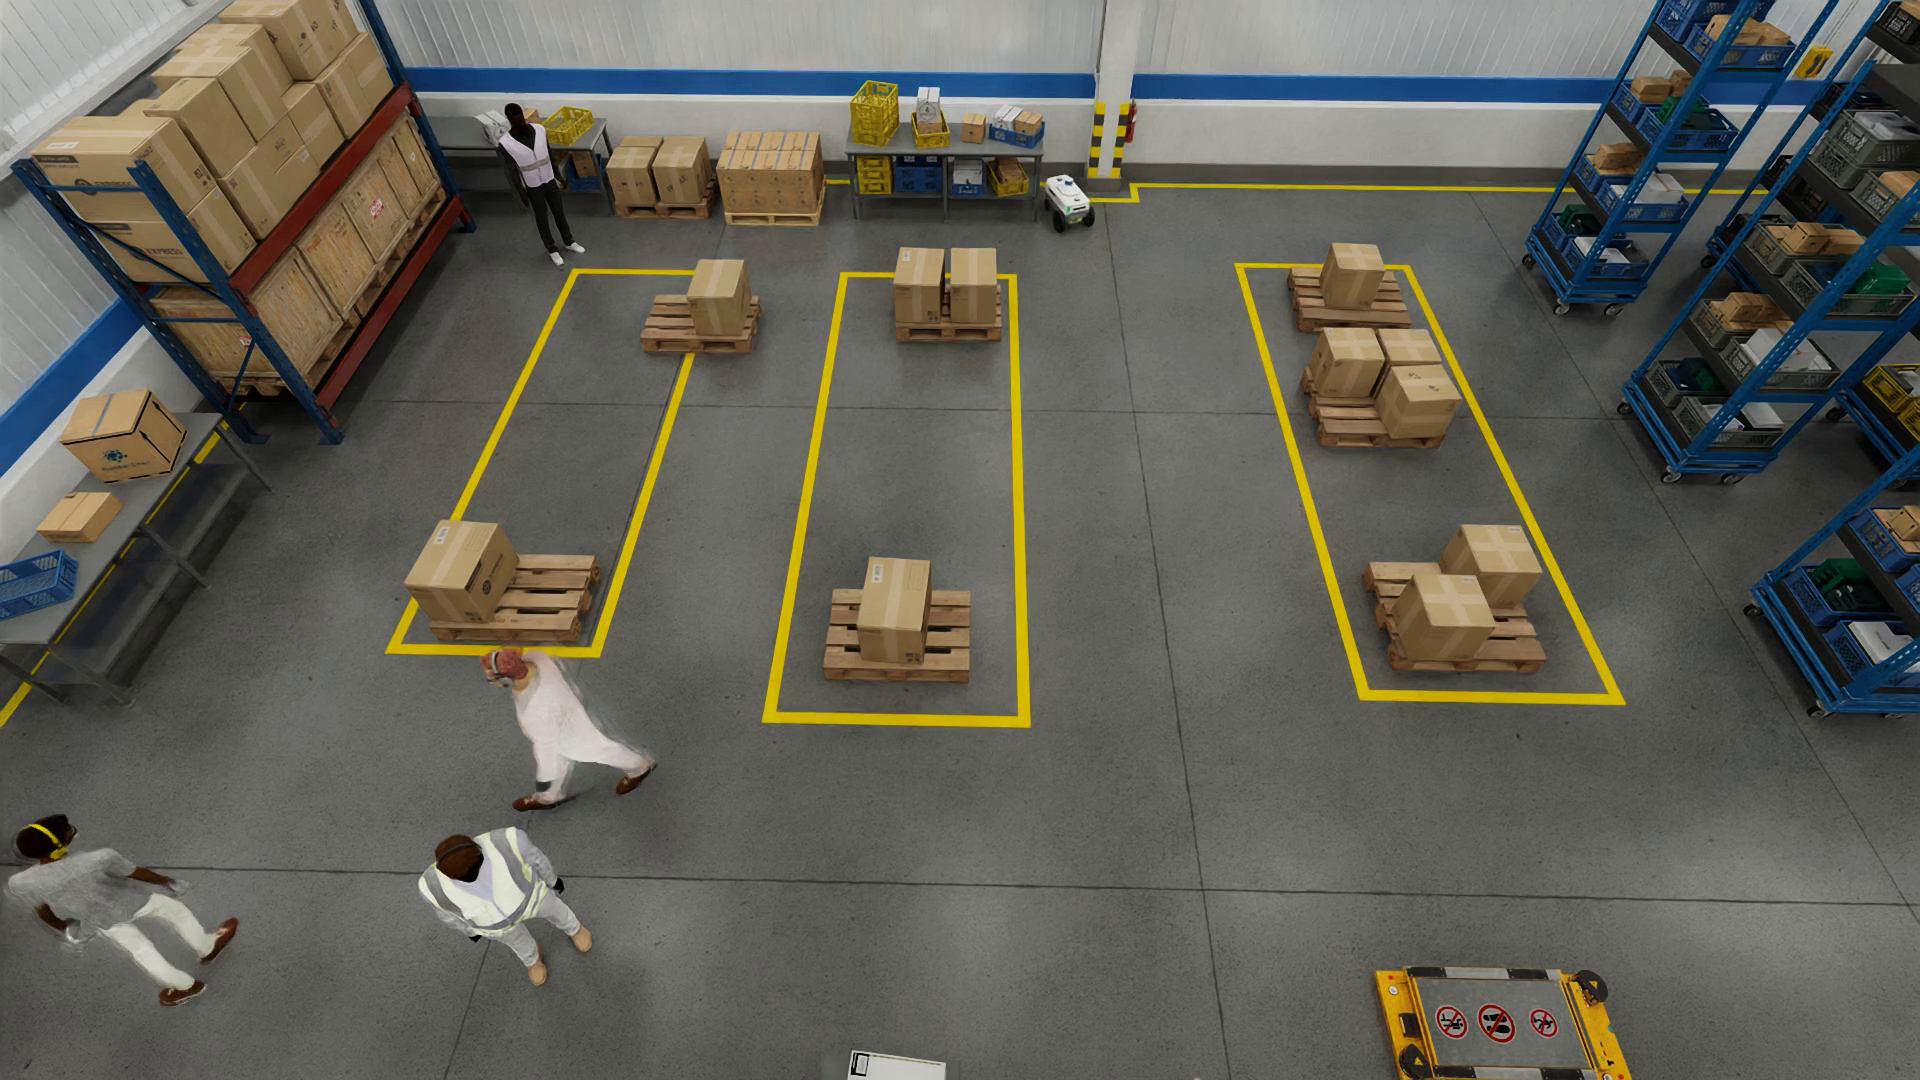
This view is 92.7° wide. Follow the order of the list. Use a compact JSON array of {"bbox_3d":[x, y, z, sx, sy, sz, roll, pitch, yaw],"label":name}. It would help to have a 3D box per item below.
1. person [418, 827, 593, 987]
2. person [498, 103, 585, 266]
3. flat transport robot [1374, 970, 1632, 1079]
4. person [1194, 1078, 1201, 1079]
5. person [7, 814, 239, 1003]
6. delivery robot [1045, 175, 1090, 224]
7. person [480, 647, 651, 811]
[{"bbox_3d":[-2.765,2.240,5.638,0.621,1.842,0.429,-31,57,-23],"label":"person"},{"bbox_3d":[-4.981,-4.224,10.856,0.375,1.917,0.598,31,57,23],"label":"person"},{"bbox_3d":[3.501,3.133,5.914,1.431,0.197,0.652,1,51,1],"label":"flat transport robot"},{"bbox_3d":[1.136,3.250,4.818,0.404,1.830,0.599,27,56,20],"label":"person"},{"bbox_3d":[-5.141,2.304,5.597,0.609,1.829,0.539,-24,55,-18],"label":"person"},{"bbox_3d":[1.388,-4.440,11.845,0.477,0.478,0.707,-17,52,-13],"label":"delivery robot"},{"bbox_3d":[-2.844,1.369,6.342,1.023,1.836,0.662,-27,56,-20],"label":"person"}]
